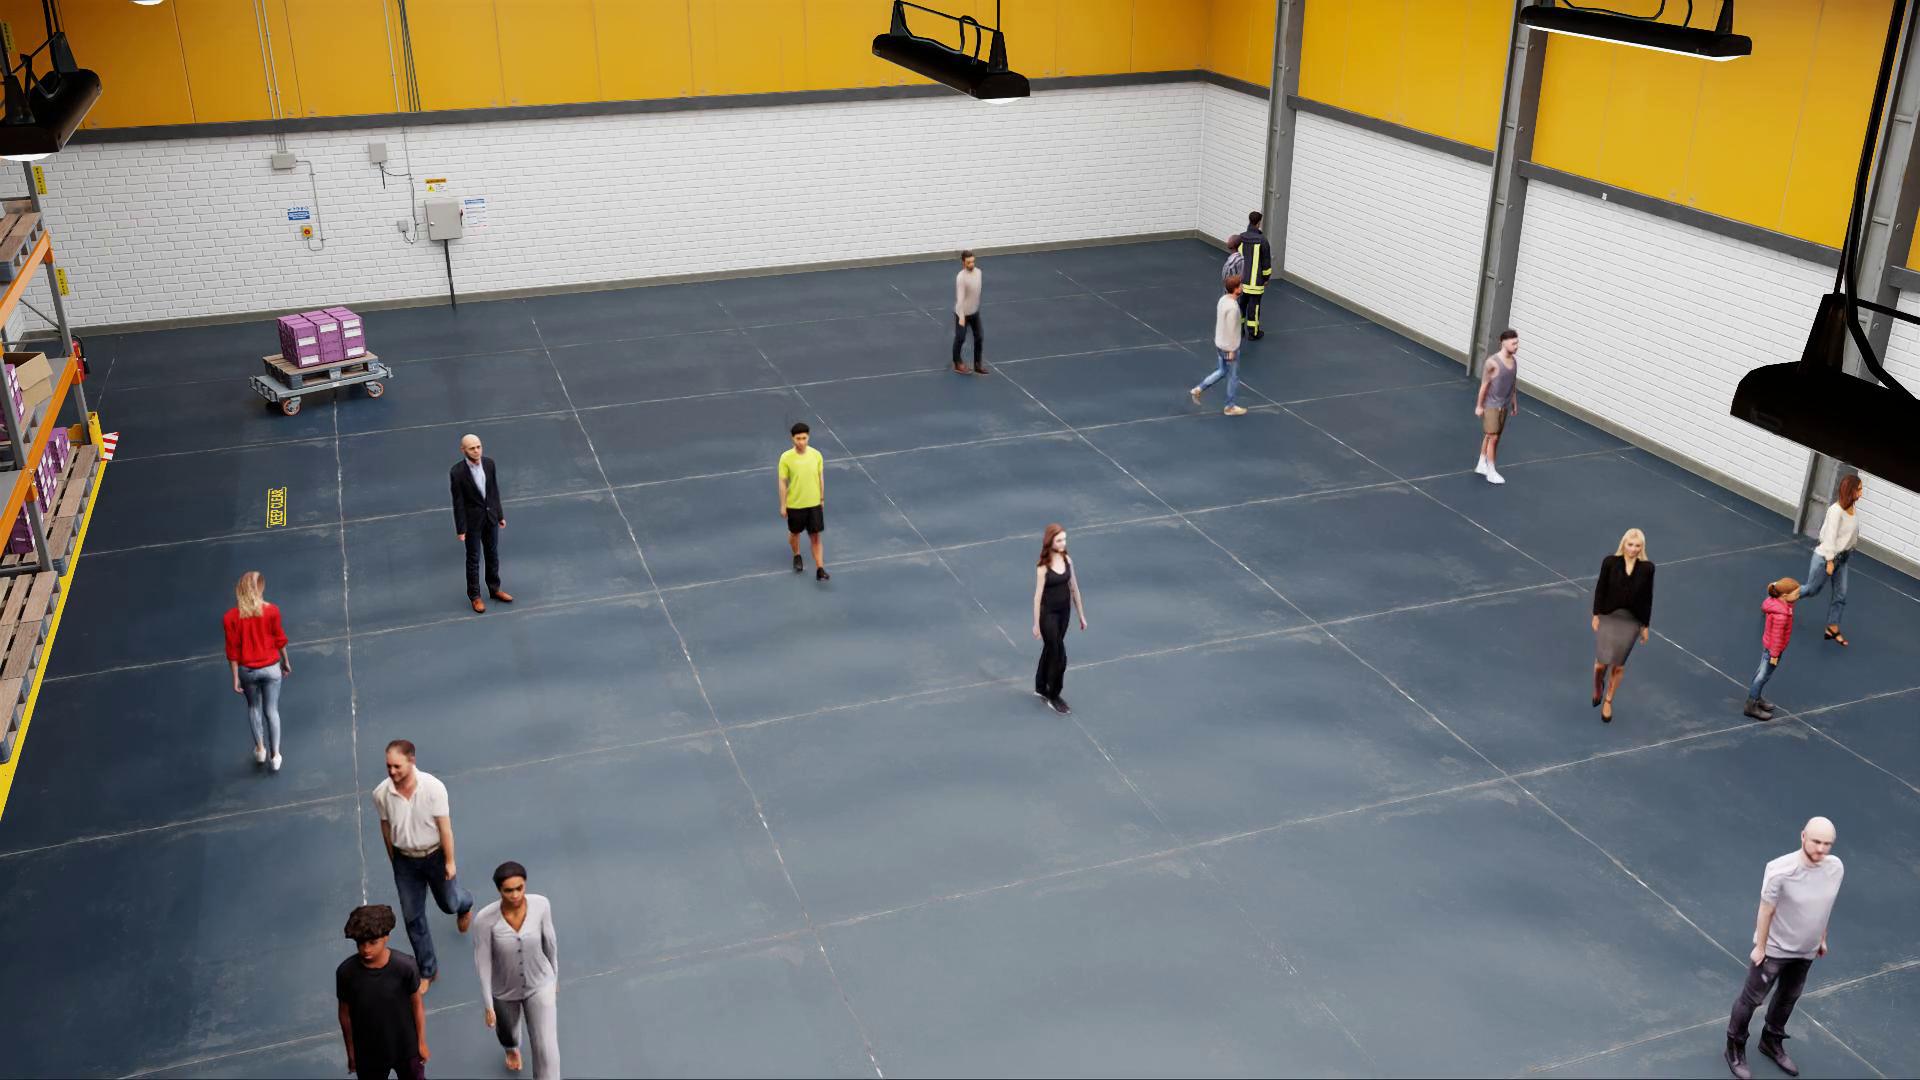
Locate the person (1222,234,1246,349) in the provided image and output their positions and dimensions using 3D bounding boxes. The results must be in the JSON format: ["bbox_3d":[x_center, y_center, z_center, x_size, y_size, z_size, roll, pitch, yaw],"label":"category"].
[{"bbox_3d":[3.955,-3.540,24.090,0.749,1.795,0.697,12,26,25],"label":"person"}]

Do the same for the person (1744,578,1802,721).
[{"bbox_3d":[7.062,0.923,14.481,0.646,1.314,0.584,10,26,22],"label":"person"}]

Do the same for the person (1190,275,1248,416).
[{"bbox_3d":[3.410,-2.521,21.648,0.854,1.884,0.982,-3,24,-7],"label":"person"}]

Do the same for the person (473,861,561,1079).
[{"bbox_3d":[-2.681,2.647,10.045,0.650,1.709,1.125,-9,25,-20],"label":"person"}]

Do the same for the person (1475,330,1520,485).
[{"bbox_3d":[6.305,-1.632,19.737,0.736,1.828,0.859,-13,27,-27],"label":"person"}]

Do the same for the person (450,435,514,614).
[{"bbox_3d":[-4.748,-0.200,16.446,0.733,1.799,0.761,21,31,39],"label":"person"}]

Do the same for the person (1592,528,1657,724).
[{"bbox_3d":[5.675,0.714,14.315,0.772,1.830,0.825,7,25,16],"label":"person"}]

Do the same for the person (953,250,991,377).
[{"bbox_3d":[0.075,-3.174,23.227,0.968,1.816,0.850,18,29,35],"label":"person"}]

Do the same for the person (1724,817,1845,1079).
[{"bbox_3d":[5.099,2.487,10.258,0.688,1.831,0.638,-4,24,-9],"label":"person"}]

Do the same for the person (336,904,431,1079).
[{"bbox_3d":[-3.275,2.845,9.498,0.634,1.784,0.606,-5,24,-12],"label":"person"}]

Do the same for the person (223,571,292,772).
[{"bbox_3d":[-5.741,1.115,13.611,0.658,1.659,0.692,-16,28,-32],"label":"person"}]

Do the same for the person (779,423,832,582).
[{"bbox_3d":[-1.643,-0.430,17.132,0.674,1.670,1.010,-7,25,-16],"label":"person"}]

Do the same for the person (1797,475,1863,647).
[{"bbox_3d":[8.192,0.156,15.815,0.788,1.650,1.099,-16,28,-32],"label":"person"}]

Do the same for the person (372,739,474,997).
[{"bbox_3d":[-3.557,2.090,11.161,0.962,1.835,1.202,1,24,3],"label":"person"}]

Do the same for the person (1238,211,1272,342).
[{"bbox_3d":[4.342,-3.958,24.887,0.840,1.923,0.955,16,28,33],"label":"person"}]

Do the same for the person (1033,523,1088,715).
[{"bbox_3d":[0.756,0.634,14.622,0.857,1.730,0.759,21,31,39],"label":"person"}]
